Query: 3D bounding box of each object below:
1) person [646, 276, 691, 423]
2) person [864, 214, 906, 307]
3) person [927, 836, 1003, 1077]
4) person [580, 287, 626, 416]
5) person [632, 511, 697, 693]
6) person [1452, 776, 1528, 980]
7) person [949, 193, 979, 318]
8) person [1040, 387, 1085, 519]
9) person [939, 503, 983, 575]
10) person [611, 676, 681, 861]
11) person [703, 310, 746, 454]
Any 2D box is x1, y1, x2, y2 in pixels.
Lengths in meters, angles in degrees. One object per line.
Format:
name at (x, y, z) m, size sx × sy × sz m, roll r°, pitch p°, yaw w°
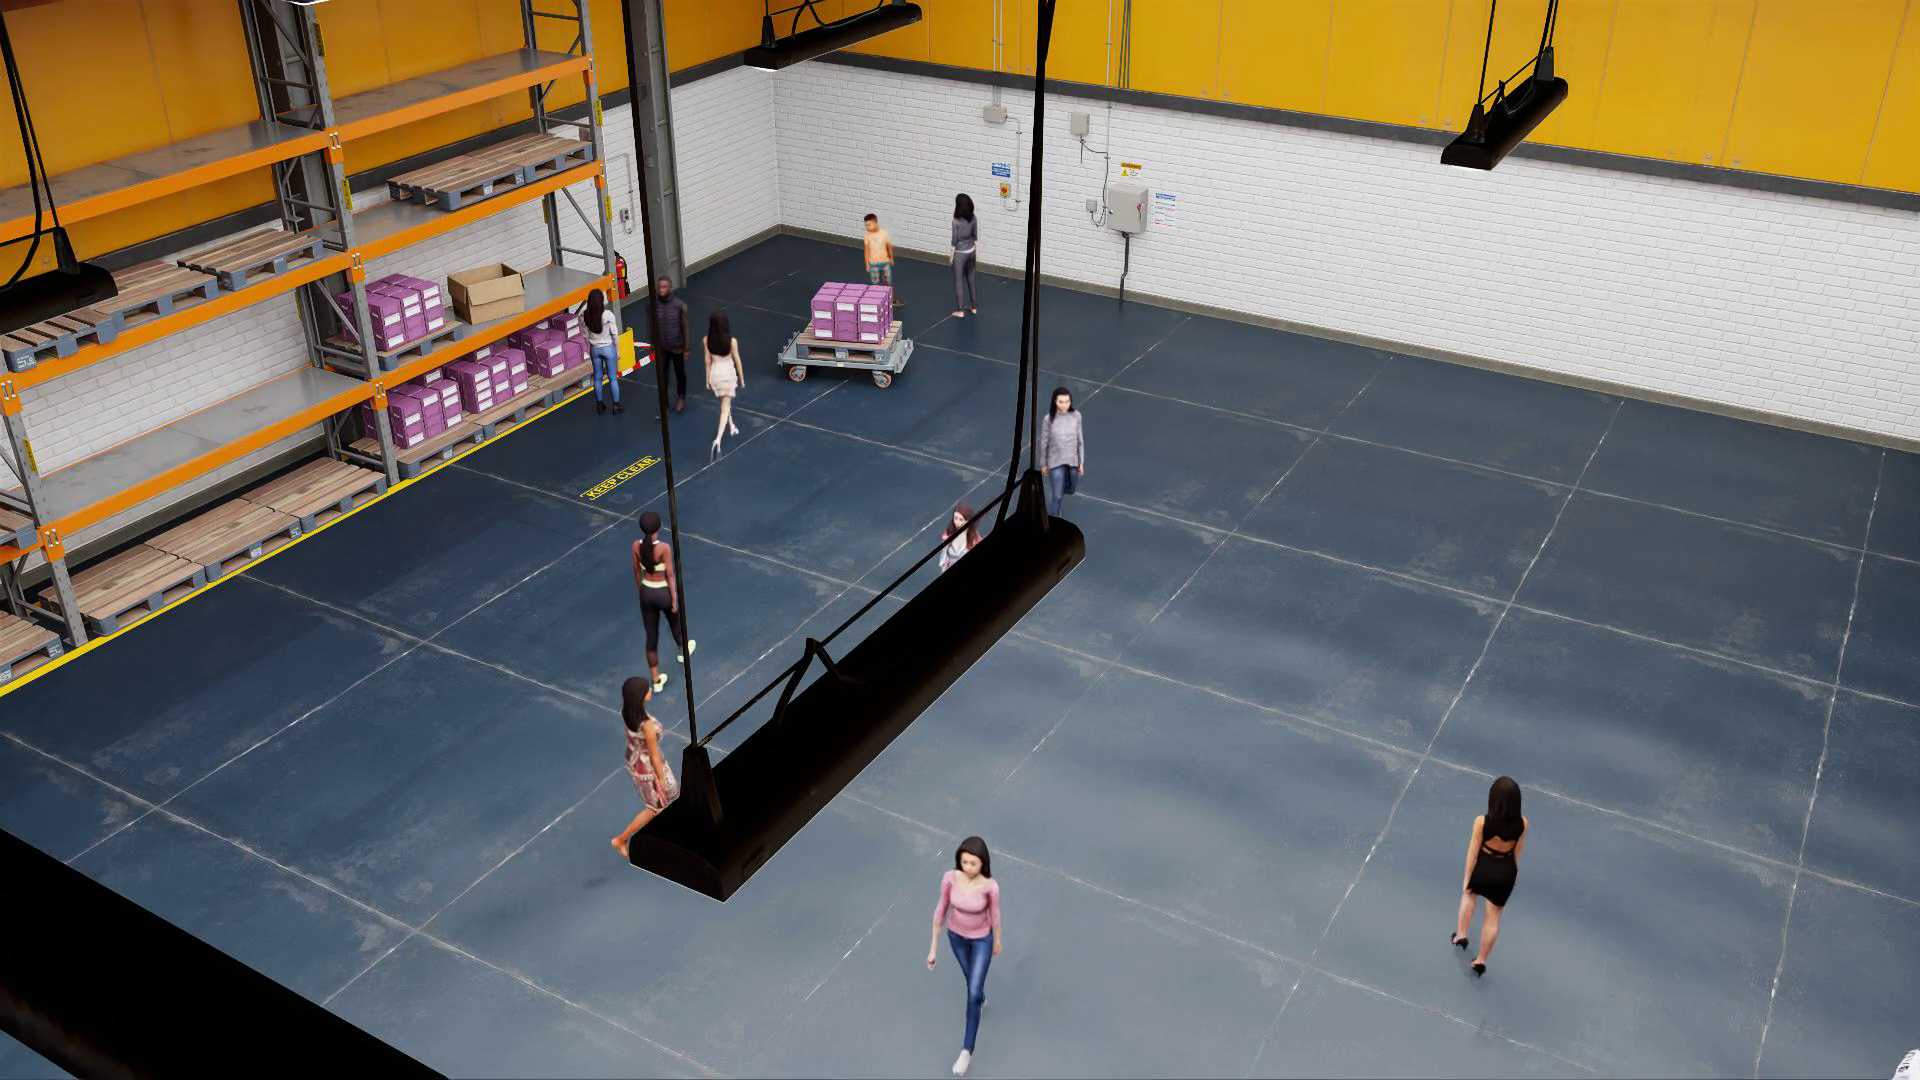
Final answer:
person at (-3.532, -2.399, 20.470) m, size 1.005 × 1.799 × 1.209 m, roll 3°, pitch 29°, yaw 6°
person at (-1.120, -3.970, 23.731) m, size 0.785 × 1.436 × 0.795 m, roll -9°, pitch 30°, yaw -17°
person at (0.096, 2.656, 11.294) m, size 0.686 × 1.713 × 1.060 m, roll 12°, pitch 31°, yaw 20°
person at (-4.409, -2.332, 20.521) m, size 0.669 × 1.634 × 0.636 m, roll 4°, pitch 29°, yaw 8°
person at (-2.773, 0.594, 15.064) m, size 0.801 × 1.723 × 1.066 m, roll 6°, pitch 29°, yaw 11°
person at (3.787, 2.445, 11.765) m, size 0.708 × 1.632 × 0.791 m, roll 3°, pitch 29°, yaw 6°
person at (0.057, -4.024, 23.488) m, size 0.599 × 1.763 × 0.732 m, roll -18°, pitch 33°, yaw -29°
person at (1.079, -0.864, 17.751) m, size 0.994 × 1.709 × 1.060 m, roll -6°, pitch 29°, yaw -11°
person at (0.049, 0.359, 15.625) m, size 0.675 × 1.597 × 0.945 m, roll 11°, pitch 30°, yaw 19°
person at (-2.504, 1.804, 12.939) m, size 0.988 × 1.634 × 0.853 m, roll -18°, pitch 34°, yaw -30°
person at (-2.803, -1.822, 19.516) m, size 0.833 × 1.701 × 1.128 m, roll 5°, pitch 29°, yaw 9°
